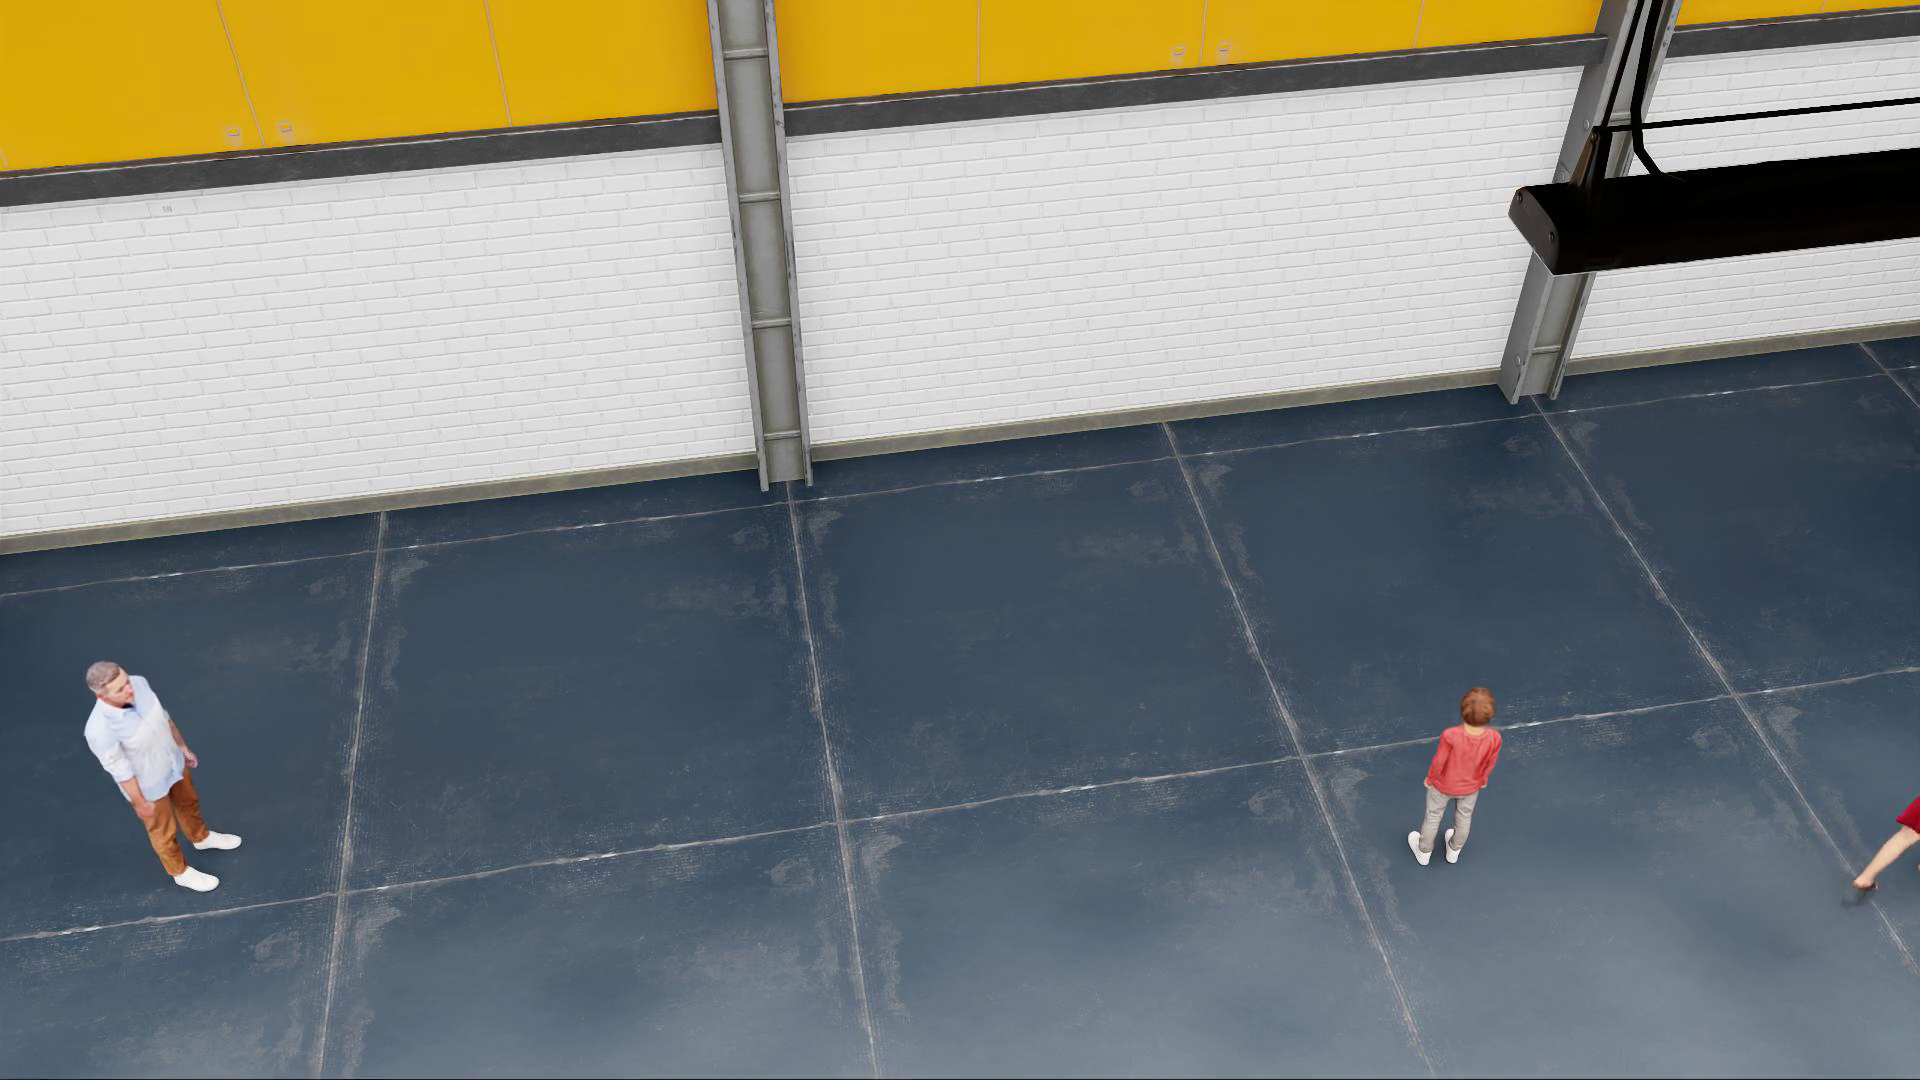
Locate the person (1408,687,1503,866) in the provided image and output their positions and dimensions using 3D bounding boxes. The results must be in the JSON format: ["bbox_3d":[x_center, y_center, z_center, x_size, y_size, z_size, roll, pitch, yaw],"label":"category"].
[{"bbox_3d":[2.897,1.390,9.673,0.462,1.417,0.611,0,44,0],"label":"person"}]

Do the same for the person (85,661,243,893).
[{"bbox_3d":[-4.604,1.317,9.455,0.673,1.823,0.739,3,44,4],"label":"person"}]
